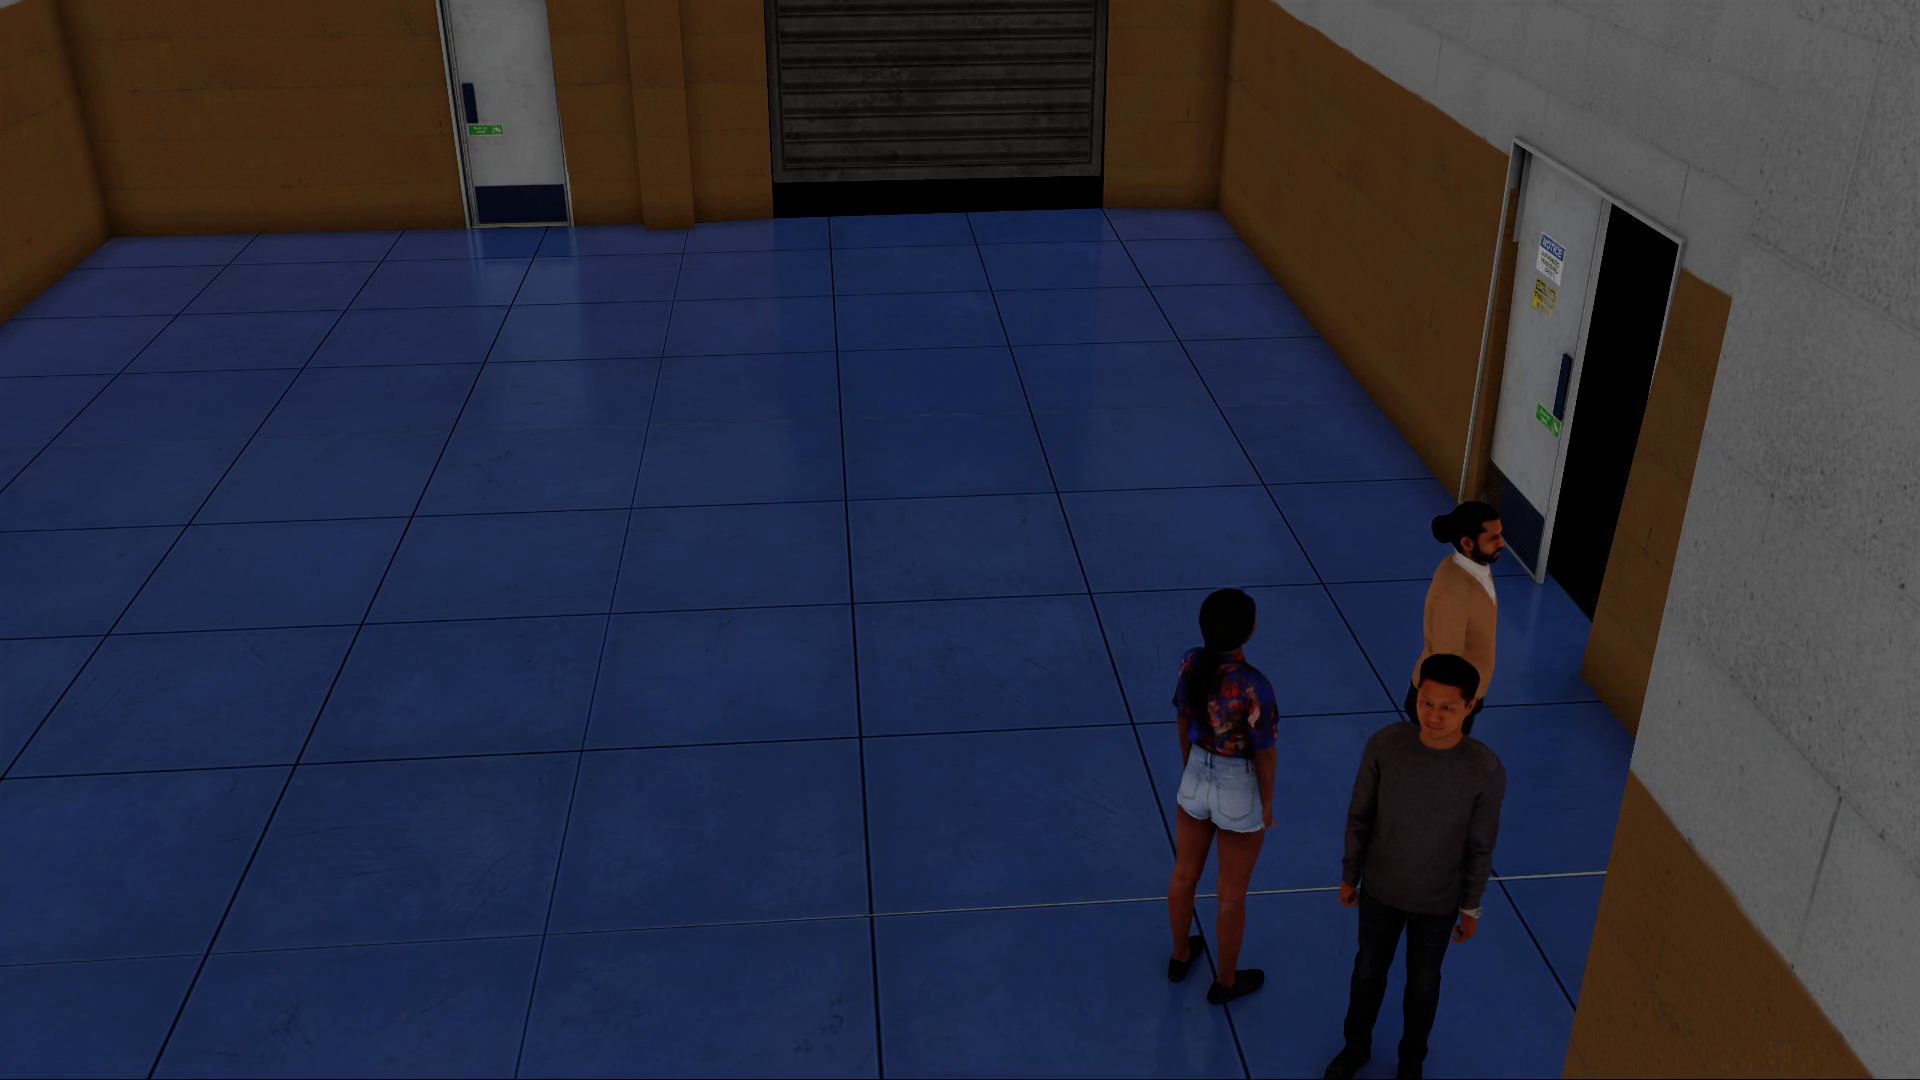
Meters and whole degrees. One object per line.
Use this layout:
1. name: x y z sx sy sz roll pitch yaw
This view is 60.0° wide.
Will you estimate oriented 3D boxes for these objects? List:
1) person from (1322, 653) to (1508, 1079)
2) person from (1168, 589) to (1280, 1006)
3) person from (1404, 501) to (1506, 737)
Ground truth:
1. person: 1.549 1.169 5.664 0.650 1.769 0.773 -9 28 -17
2. person: 0.959 0.942 6.140 0.662 1.743 0.711 23 35 38
3. person: 1.971 0.638 6.720 0.748 1.754 0.752 11 29 20
